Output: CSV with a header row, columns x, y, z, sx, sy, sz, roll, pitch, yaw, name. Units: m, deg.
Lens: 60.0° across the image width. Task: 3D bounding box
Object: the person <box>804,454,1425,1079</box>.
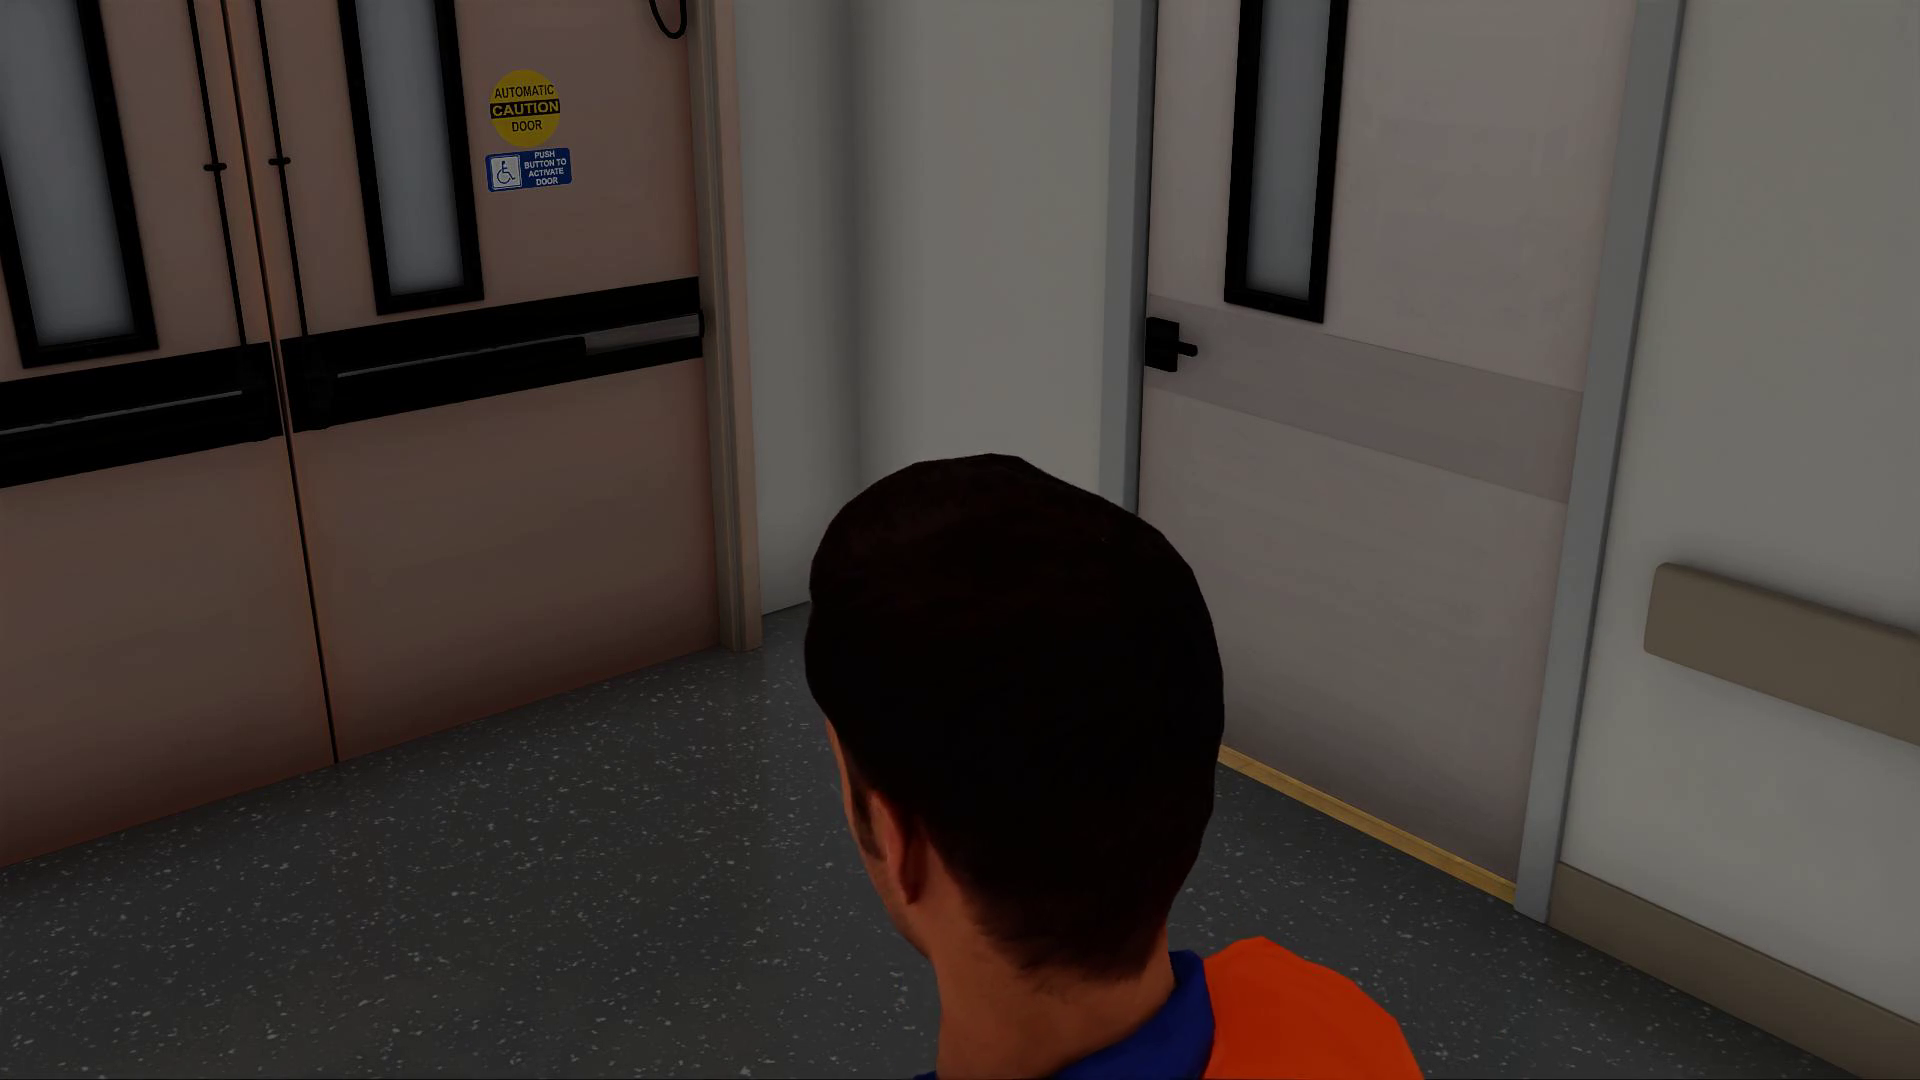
x,y,z,sx,sy,sz,roll,pitch,yaw,name
0.057,0.840,1.029,0.665,1.858,0.728,16,26,37,person
